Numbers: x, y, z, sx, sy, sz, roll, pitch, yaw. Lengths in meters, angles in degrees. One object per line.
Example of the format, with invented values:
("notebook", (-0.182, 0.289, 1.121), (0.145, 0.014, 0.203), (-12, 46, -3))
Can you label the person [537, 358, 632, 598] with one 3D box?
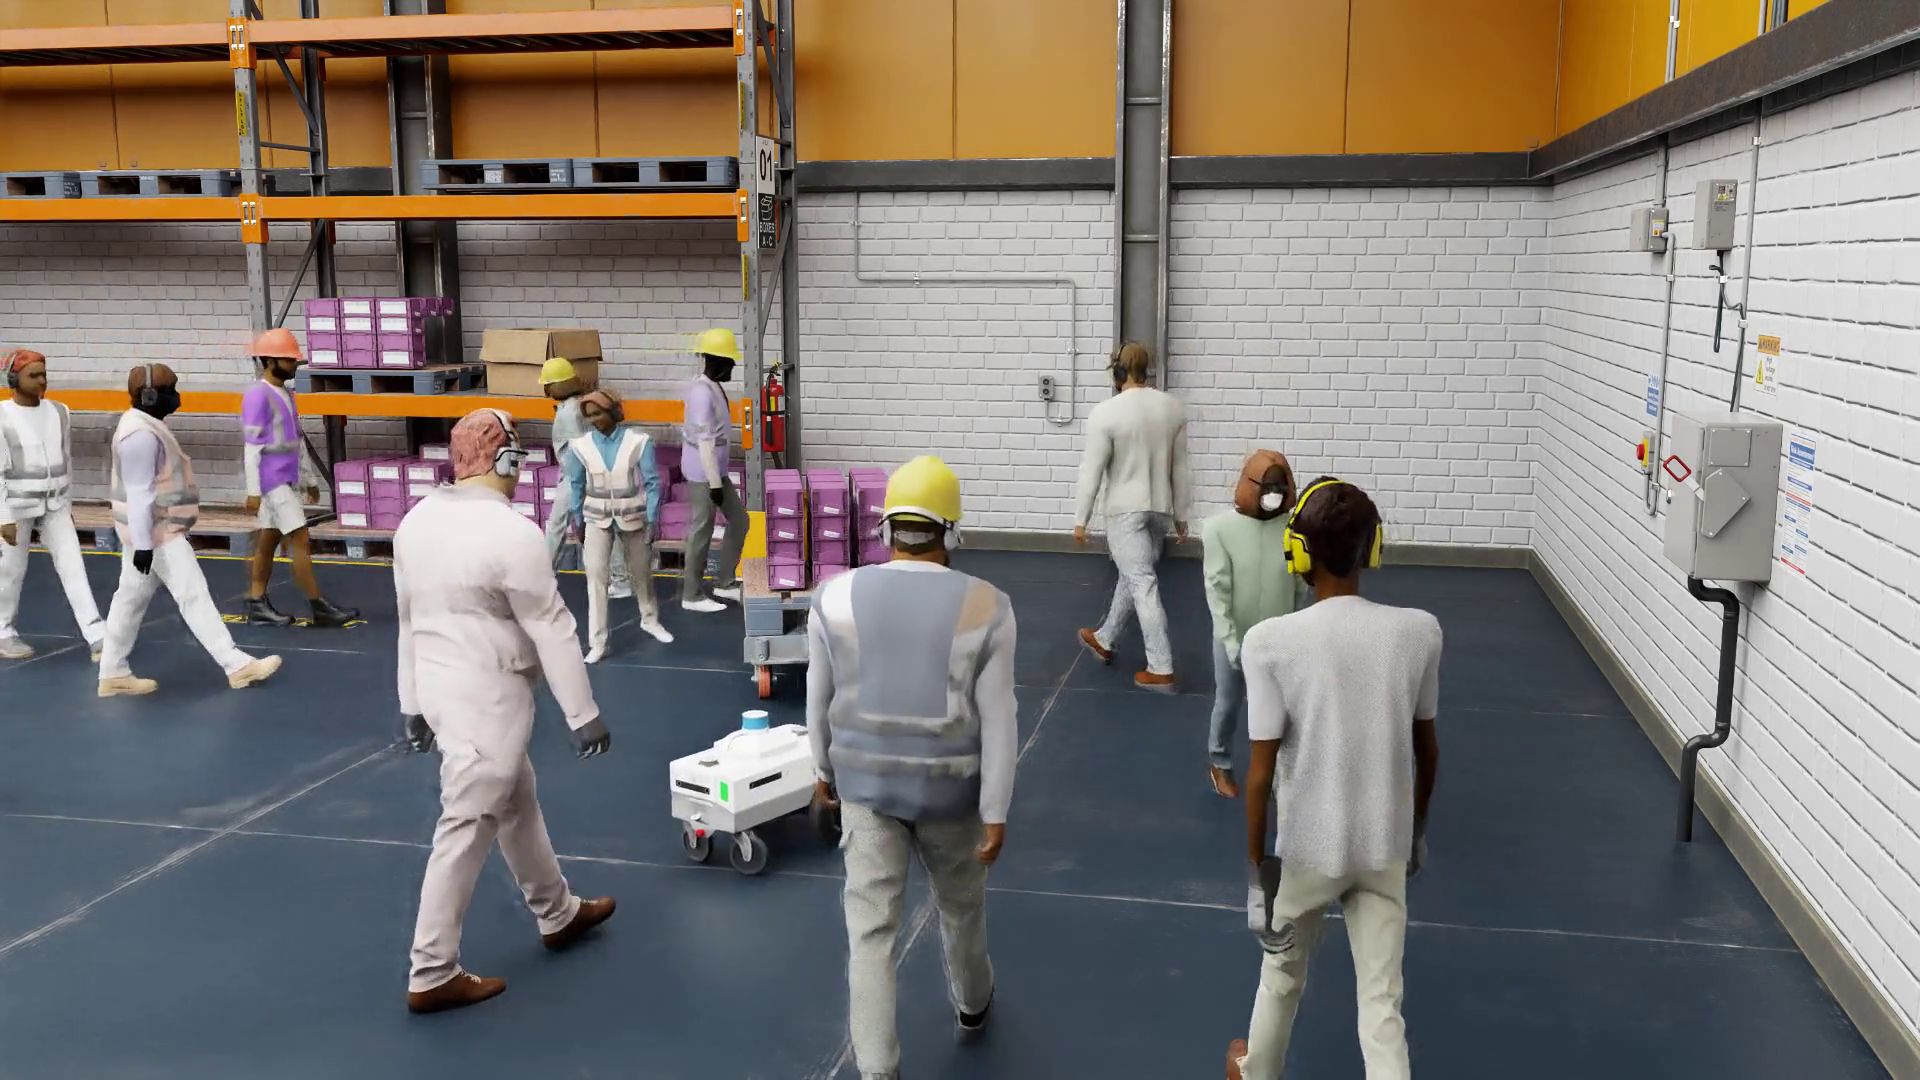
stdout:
("person", (-2.699, -0.405, 11.388), (0.923, 1.683, 0.529), (-1, 9, -5))

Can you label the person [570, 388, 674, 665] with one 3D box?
("person", (-2.020, -0.112, 9.903), (0.550, 1.605, 0.719), (-1, 9, -5))

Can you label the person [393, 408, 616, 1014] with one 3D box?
("person", (-1.414, 0.516, 5.322), (0.950, 1.860, 0.656), (-9, 13, -44))

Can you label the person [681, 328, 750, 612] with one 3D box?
("person", (-1.585, -0.454, 11.064), (0.653, 1.895, 0.617), (0, 9, -1))

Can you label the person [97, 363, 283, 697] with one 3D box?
("person", (-4.238, -0.051, 8.959), (0.944, 1.789, 0.650), (-5, 10, -26))

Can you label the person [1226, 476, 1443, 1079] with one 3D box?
("person", (0.923, 0.753, 4.062), (0.537, 1.815, 0.993), (0, 9, -3))

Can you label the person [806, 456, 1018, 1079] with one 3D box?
("person", (-0.129, 0.656, 4.712), (0.614, 1.789, 0.898), (1, 9, 7))

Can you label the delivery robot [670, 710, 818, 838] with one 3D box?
("delivery robot", (-0.805, 0.918, 6.563), (0.477, 0.478, 0.707), (7, 12, 36))

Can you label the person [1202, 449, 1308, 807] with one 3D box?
("person", (1.221, 0.399, 6.916), (0.474, 1.578, 0.933), (0, 9, -3))

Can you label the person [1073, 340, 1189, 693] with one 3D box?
("person", (0.893, -0.150, 9.234), (0.646, 1.892, 1.022), (-7, 11, -34))

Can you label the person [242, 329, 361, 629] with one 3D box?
("person", (-4.196, -0.376, 10.565), (0.859, 1.904, 0.577), (-1, 9, -4))

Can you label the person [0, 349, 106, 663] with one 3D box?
("person", (-5.345, -0.181, 9.636), (1.000, 1.827, 0.603), (5, 10, 26))
